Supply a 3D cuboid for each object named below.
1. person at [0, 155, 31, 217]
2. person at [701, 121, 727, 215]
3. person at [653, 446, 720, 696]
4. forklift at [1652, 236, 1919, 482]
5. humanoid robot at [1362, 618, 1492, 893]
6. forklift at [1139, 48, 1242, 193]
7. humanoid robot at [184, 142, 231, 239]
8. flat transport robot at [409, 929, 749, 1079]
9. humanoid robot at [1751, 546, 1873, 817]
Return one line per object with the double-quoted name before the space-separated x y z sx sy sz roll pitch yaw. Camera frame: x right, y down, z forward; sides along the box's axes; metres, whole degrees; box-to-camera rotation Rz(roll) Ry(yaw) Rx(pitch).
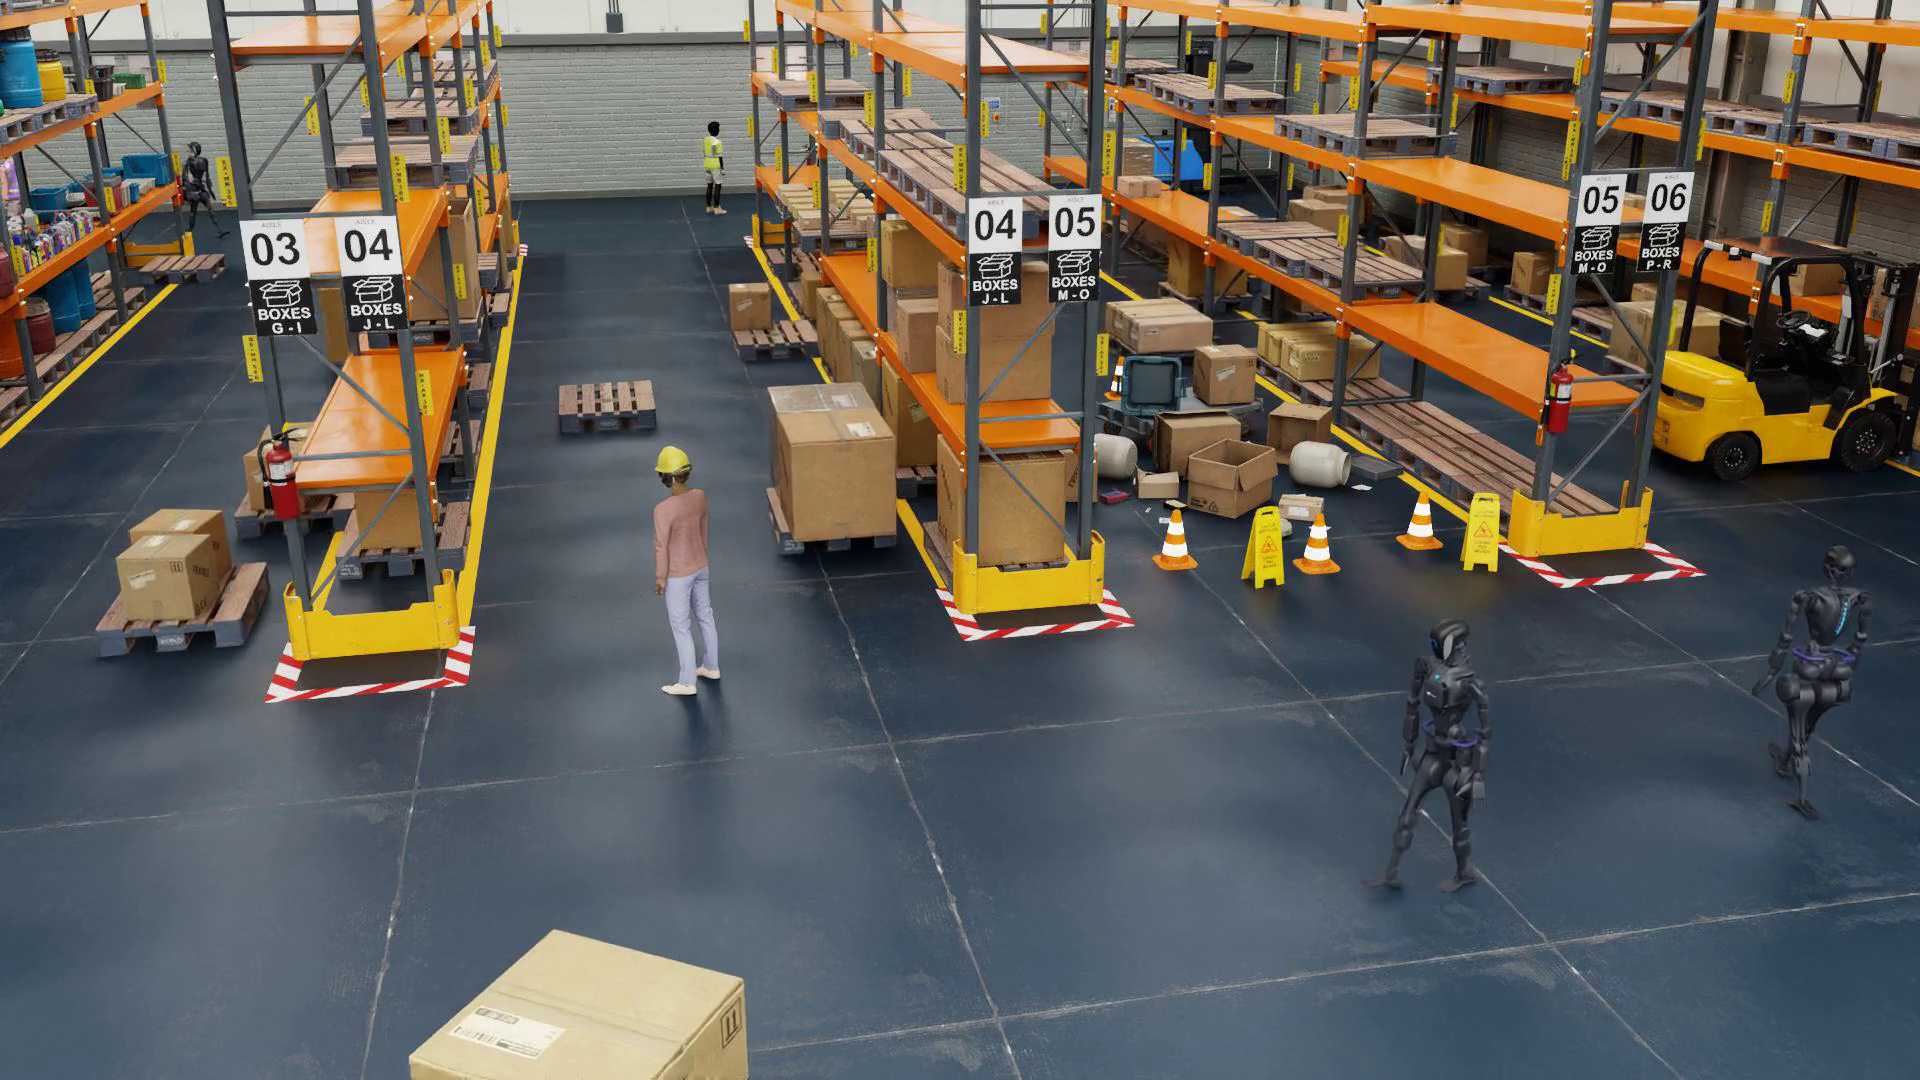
"person" -15.365 -5.561 27.142 0.348 1.688 0.491 11 23 26
"person" -4.521 -6.840 30.584 0.537 1.687 0.319 18 27 40
"person" -1.930 0.207 11.516 0.344 1.759 0.515 10 23 26
"forklift" 8.013 -1.814 16.330 2.313 2.155 1.214 -4 21 -12
"humanoid robot" 2.586 1.204 8.974 0.691 1.634 0.611 -12 24 -30
"forklift" 4.566 -8.313 32.860 1.873 2.768 1.129 -4 21 -12
"humanoid robot" -12.875 -5.904 28.147 0.820 1.617 0.609 6 21 17
"flat transport robot" -1.409 2.857 6.509 1.431 0.231 0.659 -17 26 -39
"humanoid robot" 5.134 0.800 10.085 0.603 1.629 0.752 -2 20 -6
